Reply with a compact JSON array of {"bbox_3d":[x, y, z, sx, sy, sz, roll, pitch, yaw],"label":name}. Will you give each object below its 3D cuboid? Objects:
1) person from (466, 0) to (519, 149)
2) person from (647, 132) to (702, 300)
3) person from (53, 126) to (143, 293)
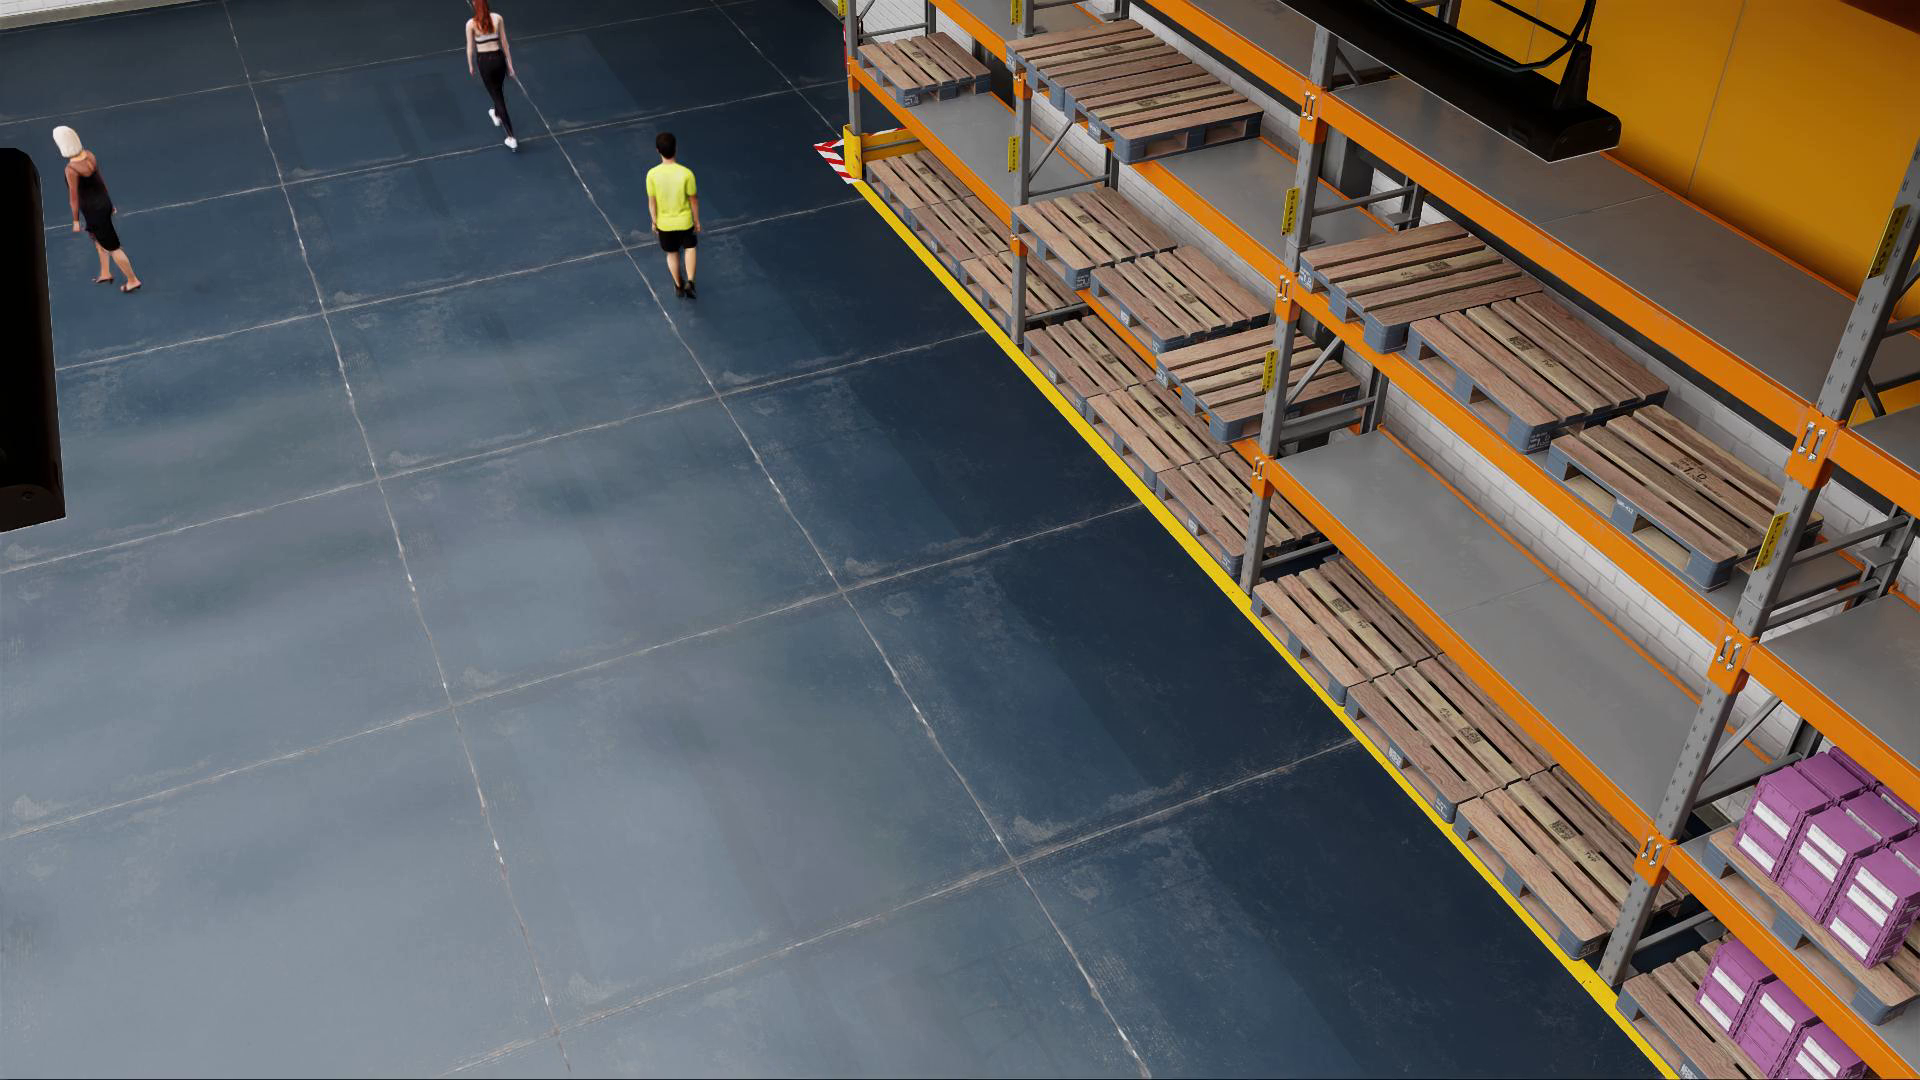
[{"bbox_3d":[-5.176,-5.192,18.514,0.684,1.681,1.234,-21,43,-24],"label":"person"},{"bbox_3d":[-2.703,-3.018,15.782,0.771,1.694,0.908,-4,39,-5],"label":"person"},{"bbox_3d":[-8.167,-3.129,15.891,0.867,1.731,0.837,2,39,2],"label":"person"}]
